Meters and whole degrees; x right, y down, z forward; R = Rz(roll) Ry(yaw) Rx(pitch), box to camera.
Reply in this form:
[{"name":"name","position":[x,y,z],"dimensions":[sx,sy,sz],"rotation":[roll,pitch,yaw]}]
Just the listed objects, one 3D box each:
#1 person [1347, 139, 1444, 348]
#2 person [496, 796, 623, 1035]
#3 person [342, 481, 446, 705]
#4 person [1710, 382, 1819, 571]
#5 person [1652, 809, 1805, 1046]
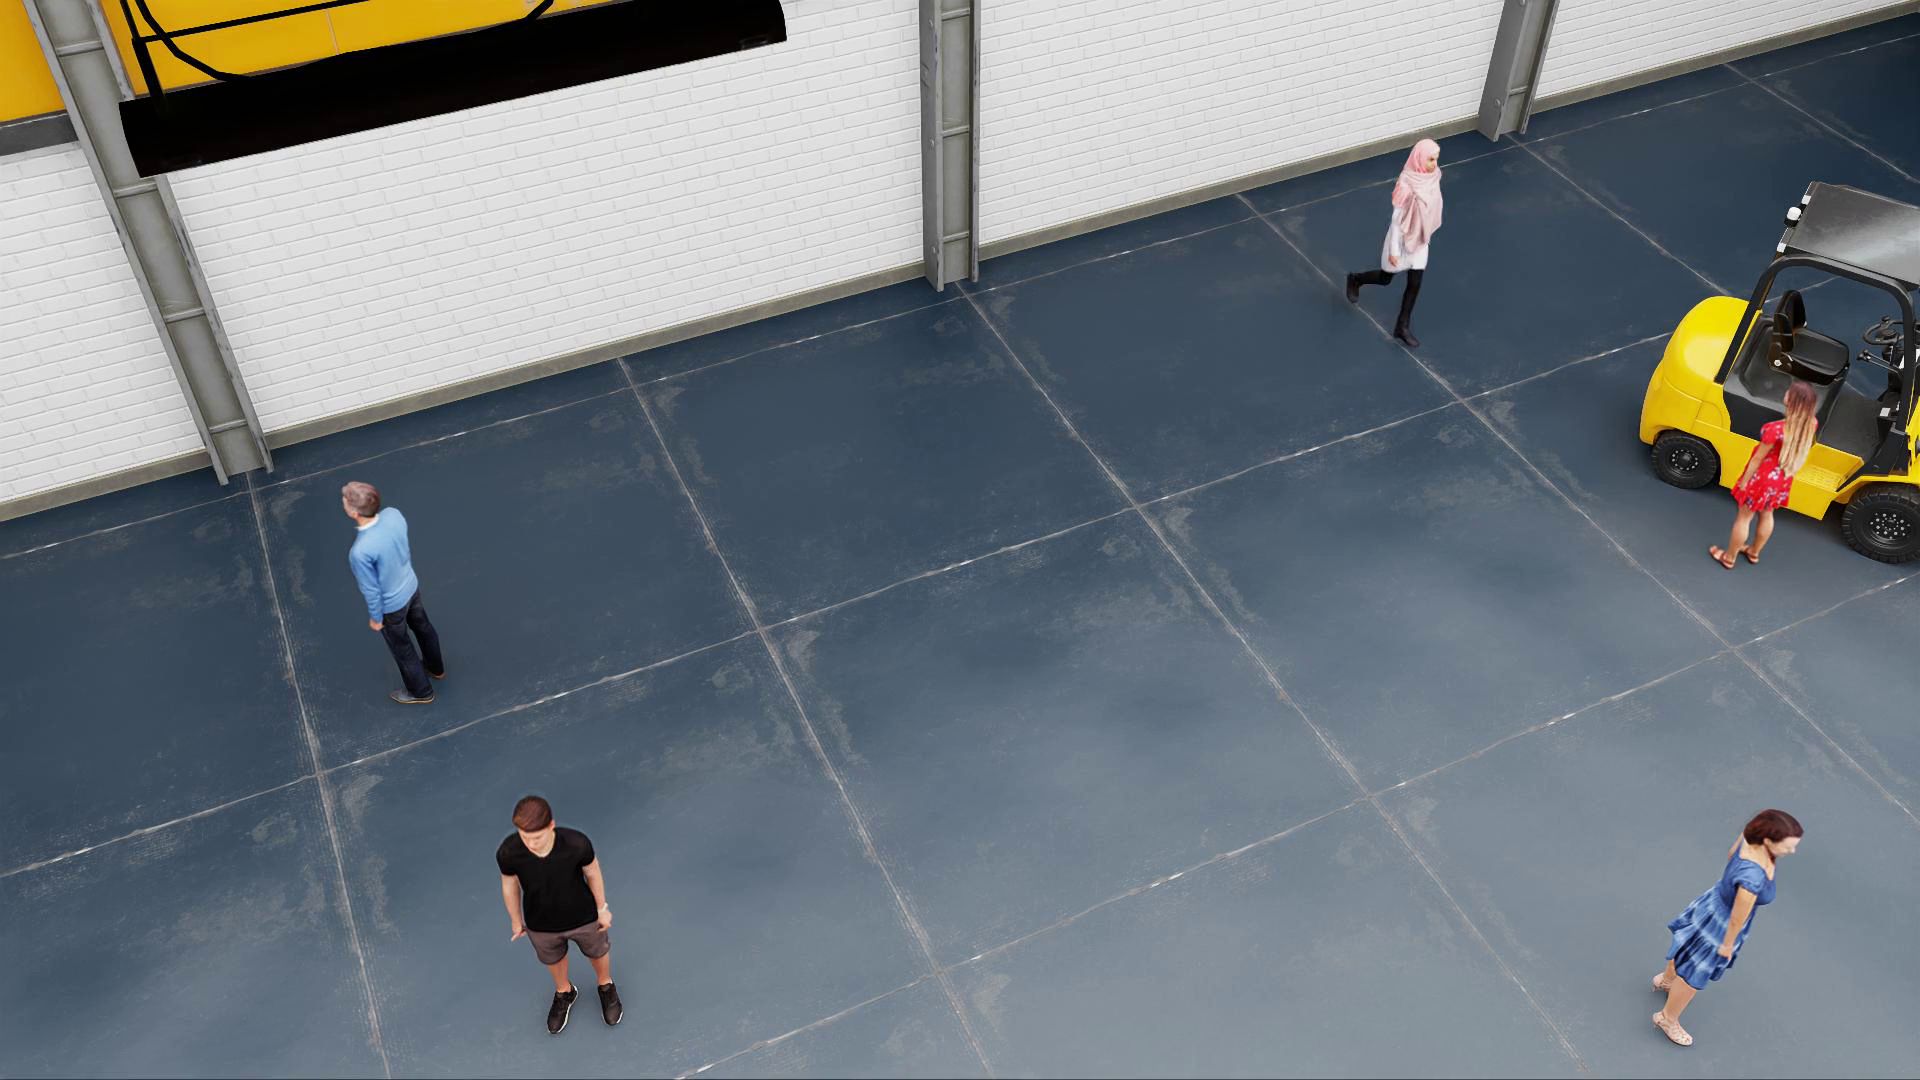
[{"name":"person","position":[3.552,-2.456,13.515],"dimensions":[1.046,1.779,0.741],"rotation":[-22,48,-22]},{"name":"person","position":[-2.105,1.954,8.828],"dimensions":[0.622,1.861,0.810],"rotation":[-5,44,-5]},{"name":"person","position":[-3.602,0.322,10.570],"dimensions":[0.781,1.820,0.745],"rotation":[9,44,10]},{"name":"person","position":[5.616,-0.429,11.524],"dimensions":[0.525,1.593,0.657],"rotation":[-12,45,-12]},{"name":"person","position":[4.034,2.022,8.795],"dimensions":[0.807,1.807,0.748],"rotation":[14,45,14]}]
